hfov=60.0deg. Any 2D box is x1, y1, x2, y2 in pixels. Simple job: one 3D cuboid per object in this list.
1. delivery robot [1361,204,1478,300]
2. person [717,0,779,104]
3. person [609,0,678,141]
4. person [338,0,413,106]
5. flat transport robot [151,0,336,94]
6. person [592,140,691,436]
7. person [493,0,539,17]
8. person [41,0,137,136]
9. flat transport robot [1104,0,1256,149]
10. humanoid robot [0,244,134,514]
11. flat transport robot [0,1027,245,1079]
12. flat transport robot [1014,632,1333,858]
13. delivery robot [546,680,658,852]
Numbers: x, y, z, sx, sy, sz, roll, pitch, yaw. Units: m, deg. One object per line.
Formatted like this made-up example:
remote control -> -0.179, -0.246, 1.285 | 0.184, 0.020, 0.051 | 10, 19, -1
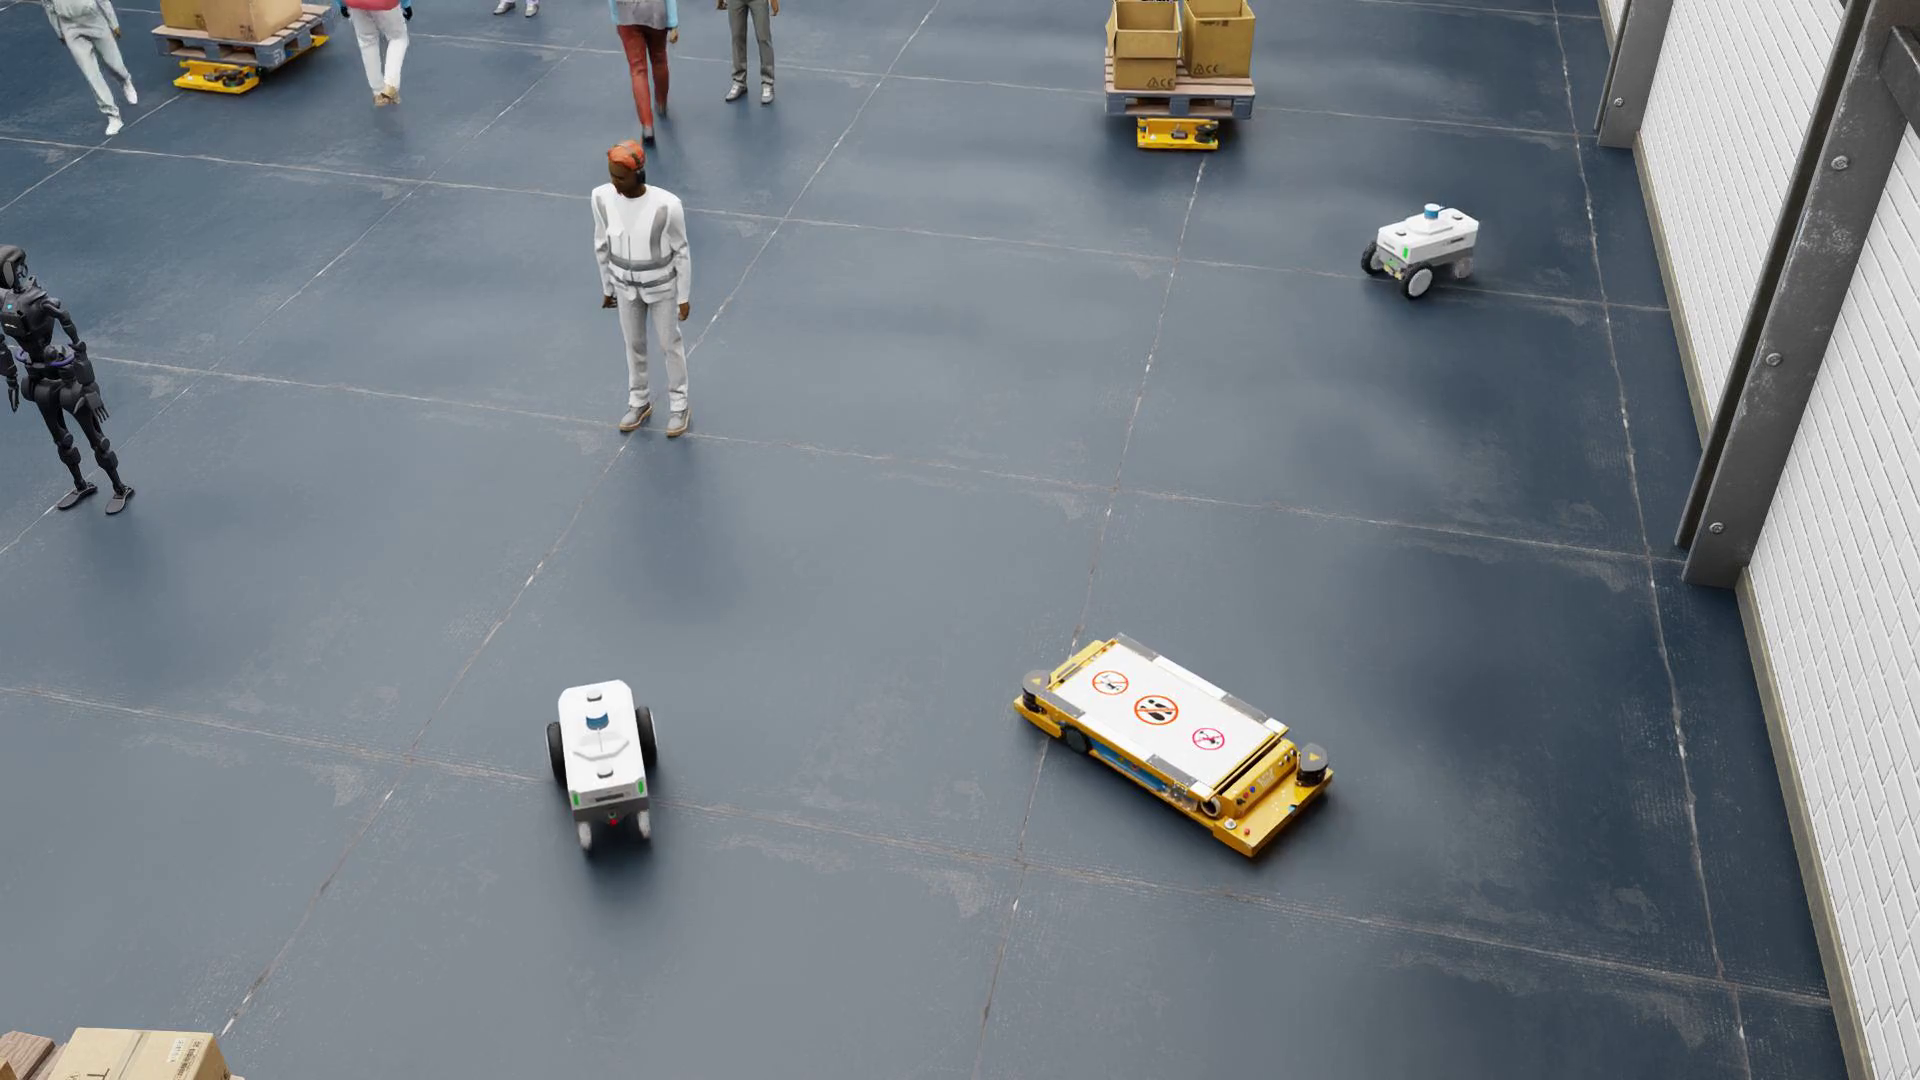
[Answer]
delivery robot -> 3.283, -2.080, 11.758 | 0.784, 0.589, 0.499 | -18, 40, -23
person -> -1.789, -4.640, 14.110 | 0.562, 1.846, 0.393 | 9, 38, 11
person -> -2.575, -4.234, 13.585 | 0.532, 1.833, 0.964 | -9, 38, -11
person -> -4.931, -4.516, 13.967 | 0.669, 1.816, 0.511 | 4, 37, 6
flat transport robot -> -6.443, -4.424, 15.139 | 0.659, 0.231, 1.431 | 9, 38, 12
person -> -1.863, -1.483, 9.855 | 0.573, 1.884, 0.359 | 9, 38, 11
person -> -4.307, -5.944, 15.855 | 0.562, 1.846, 0.393 | 9, 38, 11
person -> -7.213, -4.259, 13.715 | 0.541, 1.703, 0.652 | -9, 38, -11
flat transport robot -> 1.821, -3.688, 14.154 | 0.659, 0.231, 1.431 | 2, 37, 3
humanoid robot -> -5.008, -0.877, 9.204 | 0.599, 1.657, 0.315 | 8, 37, 10
flat transport robot -> -3.227, 2.506, 5.866 | 1.431, 0.231, 0.659 | 8, 37, 10
flat transport robot -> 1.005, 0.930, 7.974 | 1.431, 0.231, 0.659 | 29, 46, 33
delivery robot -> -1.637, 0.987, 7.633 | 0.499, 0.563, 0.738 | -9, 38, -12
